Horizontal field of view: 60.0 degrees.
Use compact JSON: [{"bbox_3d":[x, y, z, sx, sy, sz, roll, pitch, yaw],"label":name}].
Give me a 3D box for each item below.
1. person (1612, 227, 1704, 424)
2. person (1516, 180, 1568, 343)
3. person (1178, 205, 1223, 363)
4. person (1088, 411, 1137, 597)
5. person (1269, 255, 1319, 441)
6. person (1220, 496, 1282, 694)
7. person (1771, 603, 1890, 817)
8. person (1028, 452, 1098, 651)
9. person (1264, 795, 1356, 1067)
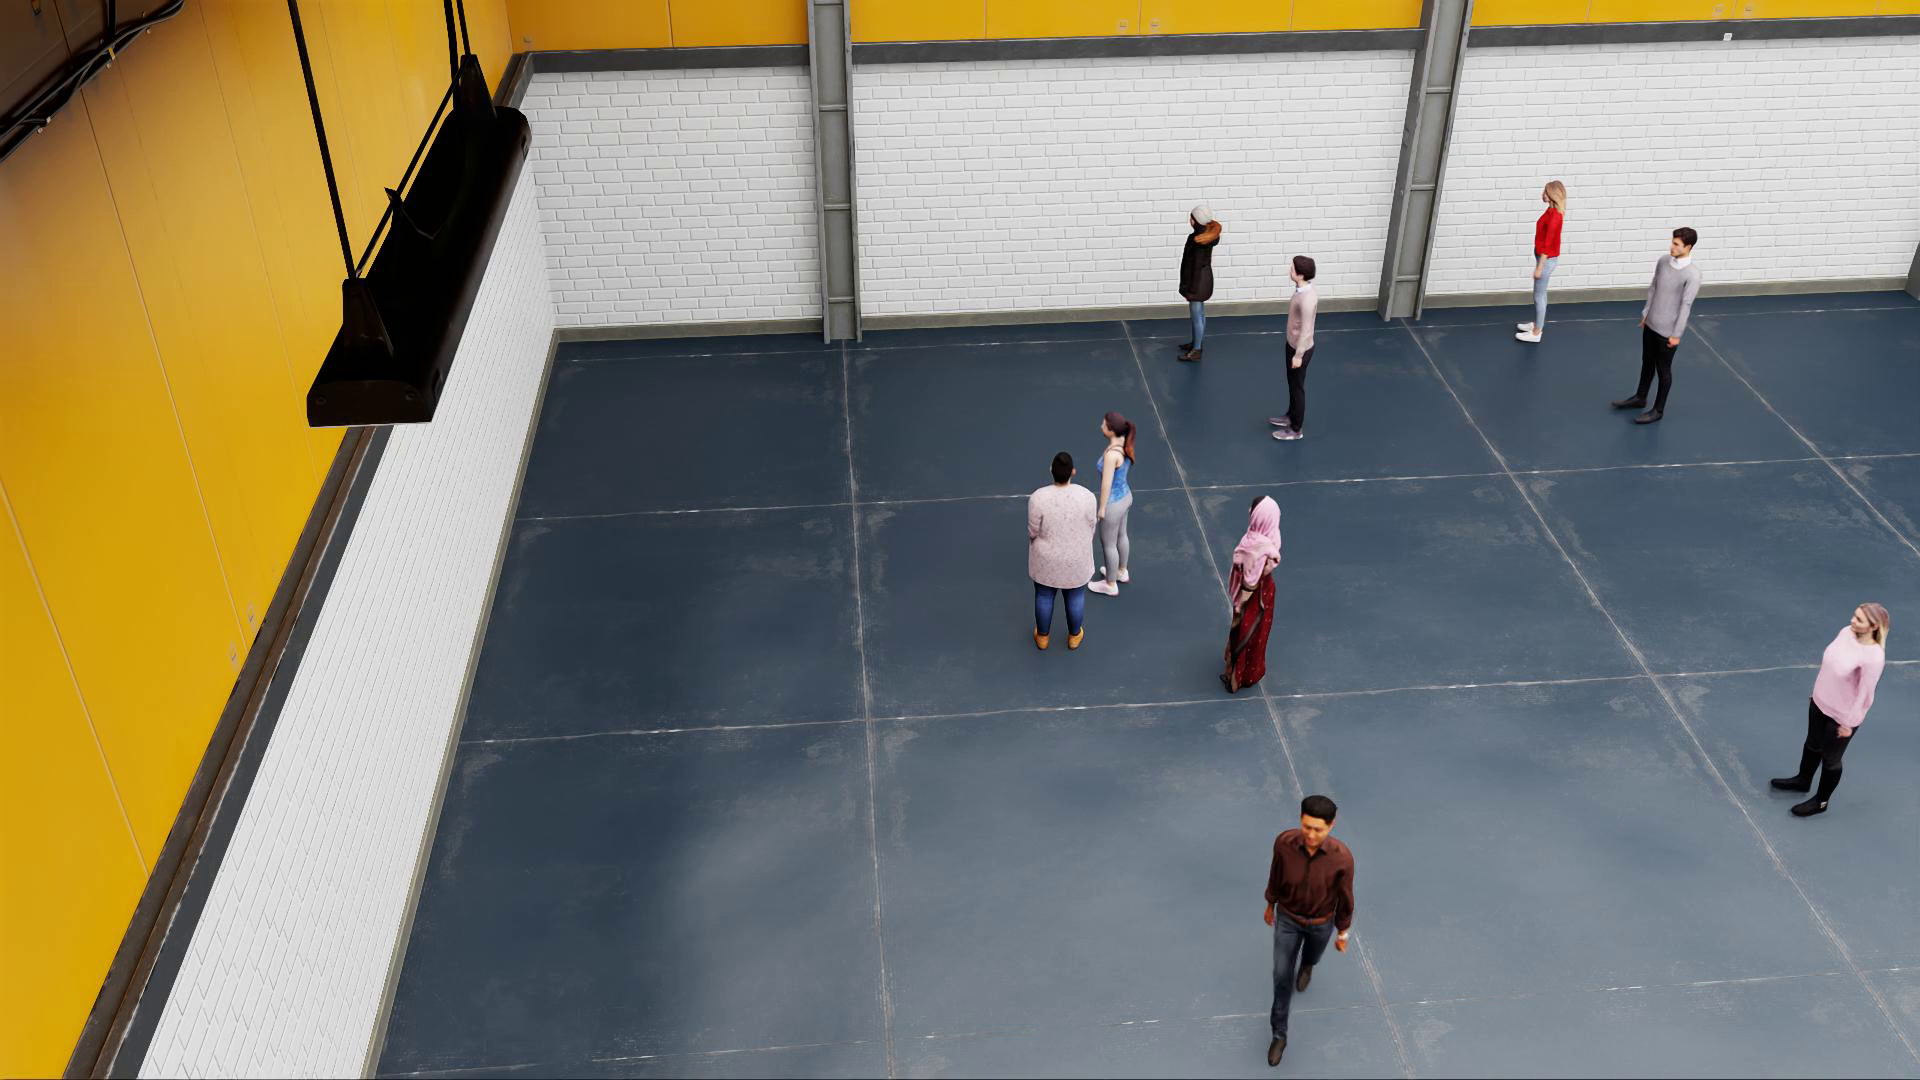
[{"bbox_3d":[6.639,-2.033,15.623,0.679,1.922,0.772,-9,35,-14],"label":"person"},{"bbox_3d":[6.002,-2.862,17.068,0.646,1.702,0.677,10,35,15],"label":"person"},{"bbox_3d":[2.398,-2.593,16.724,0.690,1.634,0.688,6,34,9],"label":"person"},{"bbox_3d":[1.240,-0.305,13.308,0.668,1.606,0.639,16,37,23],"label":"person"},{"bbox_3d":[3.117,-1.781,15.347,0.590,1.807,0.661,3,34,4],"label":"person"},{"bbox_3d":[2.171,0.374,12.259,0.775,1.637,0.762,15,36,21],"label":"person"},{"bbox_3d":[5.871,1.114,11.100,0.523,1.687,0.590,-3,34,-4],"label":"person"},{"bbox_3d":[0.763,0.077,12.610,0.586,1.743,0.765,1,34,1],"label":"person"},{"bbox_3d":[2.002,2.118,9.538,1.158,1.744,1.033,11,35,16],"label":"person"}]
